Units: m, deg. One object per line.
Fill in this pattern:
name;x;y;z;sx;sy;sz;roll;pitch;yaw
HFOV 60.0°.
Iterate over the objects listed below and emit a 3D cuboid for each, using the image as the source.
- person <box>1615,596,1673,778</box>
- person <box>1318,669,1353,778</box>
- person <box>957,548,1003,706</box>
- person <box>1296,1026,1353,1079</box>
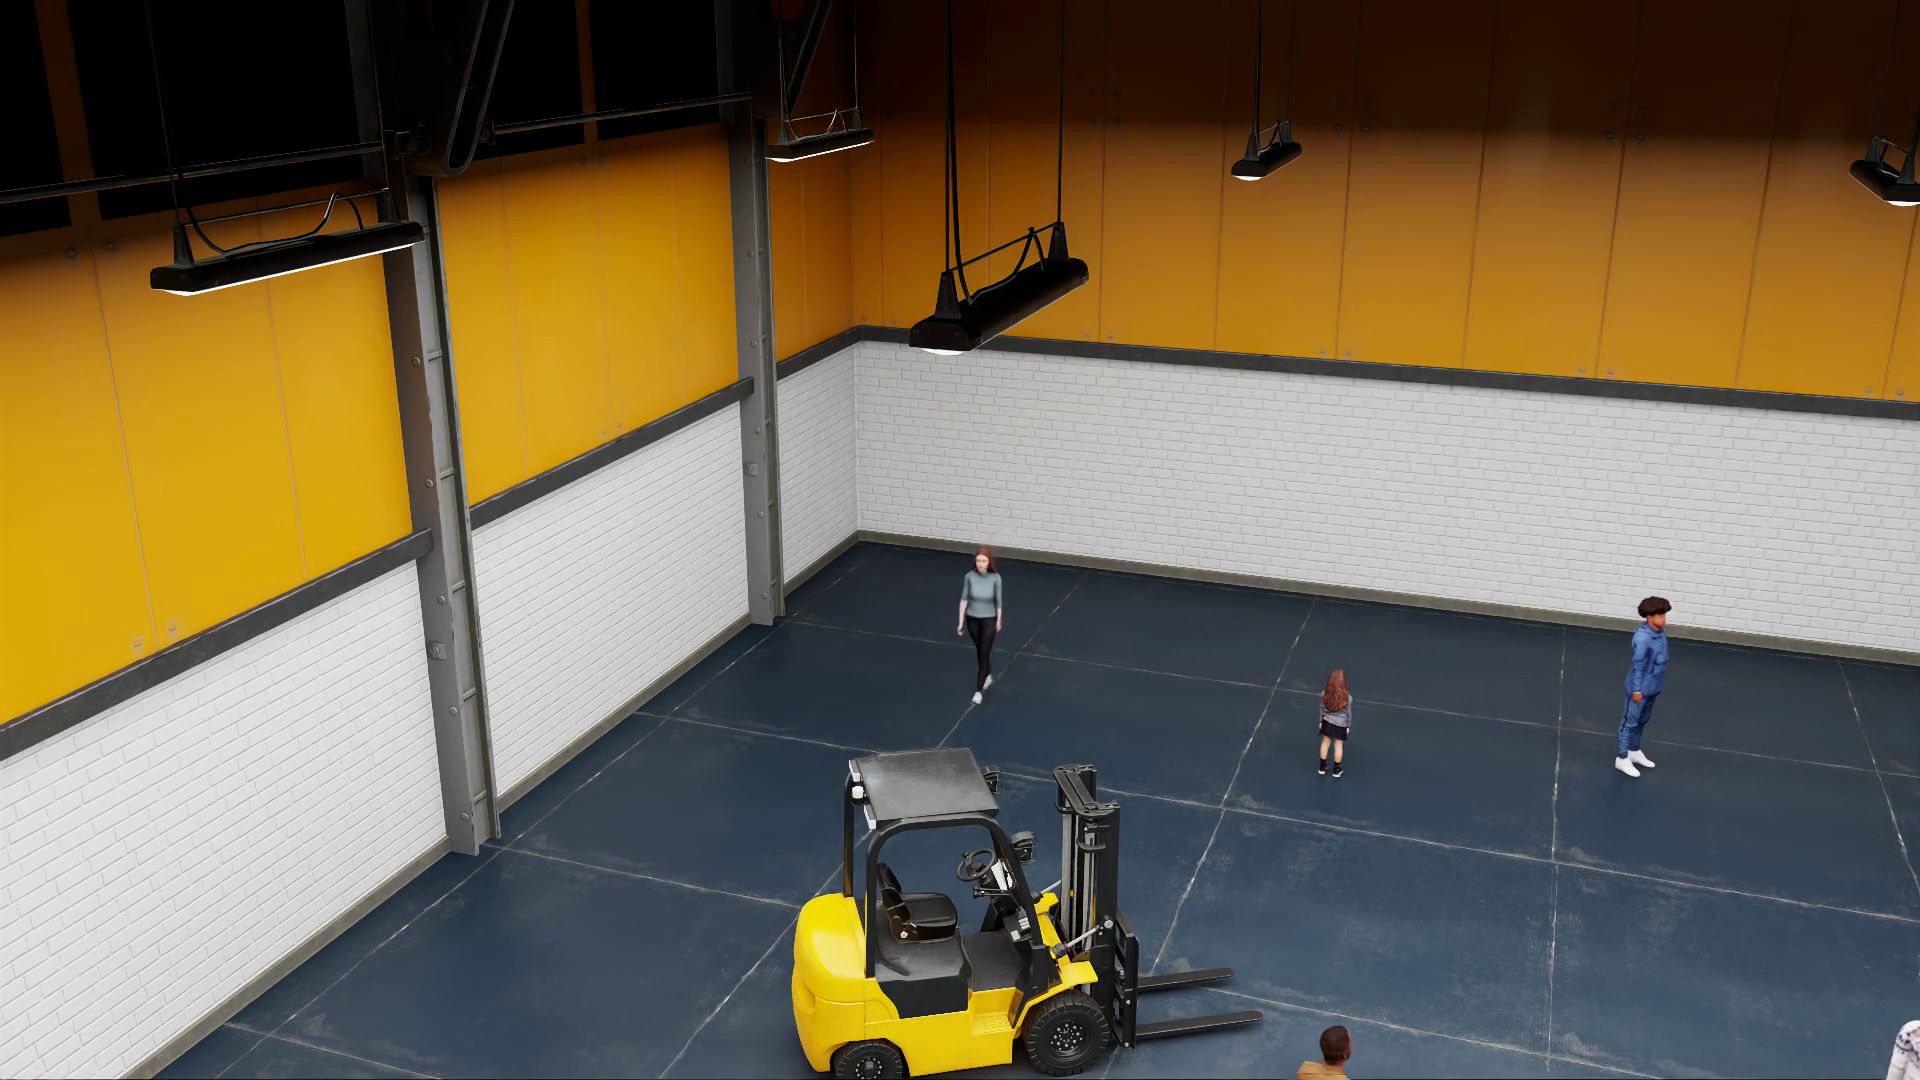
person;6.740;1.406;16.401;0.693;1.811;0.818;-15;24;-37
person;3.684;1.785;16.380;0.465;1.107;0.442;7;20;21
person;0.253;0.898;18.101;0.637;1.689;1.128;5;19;16
person;2.056;3.687;9.683;1.210;1.776;1.000;-16;25;-40
